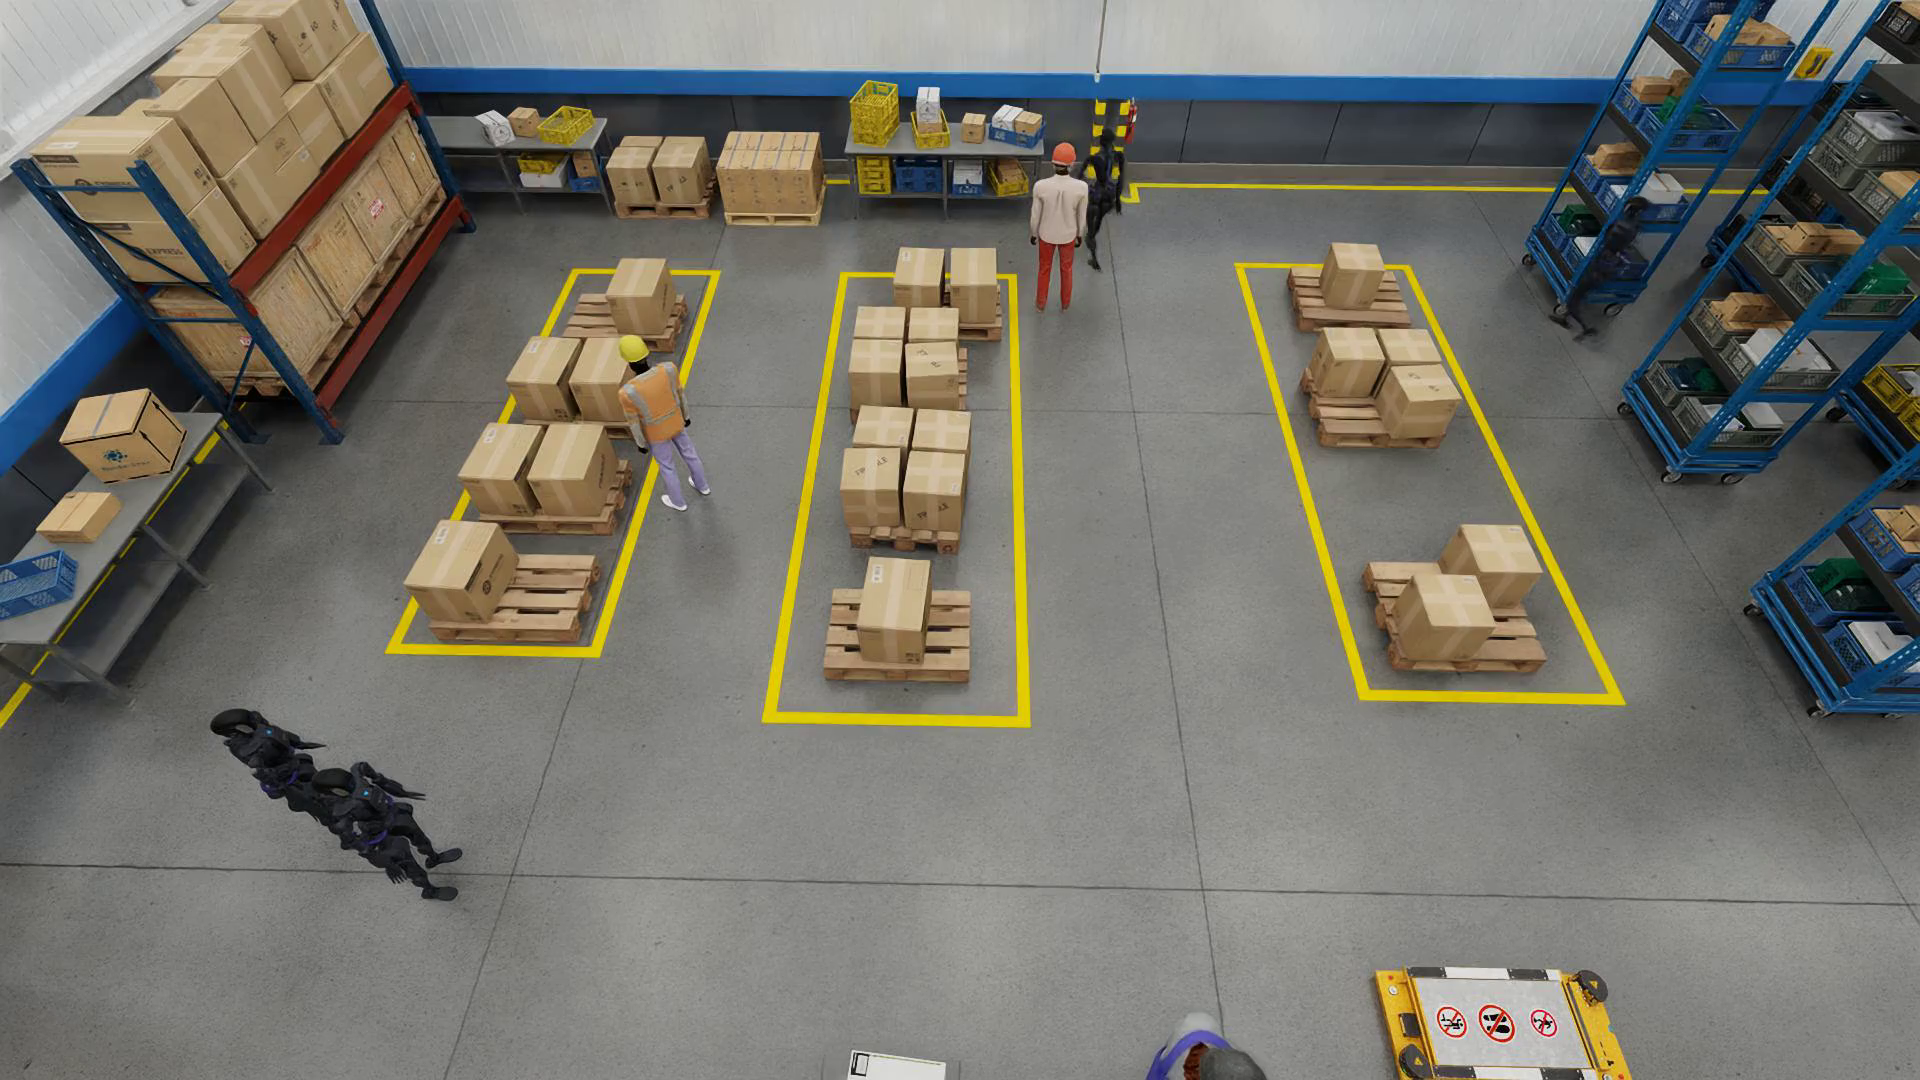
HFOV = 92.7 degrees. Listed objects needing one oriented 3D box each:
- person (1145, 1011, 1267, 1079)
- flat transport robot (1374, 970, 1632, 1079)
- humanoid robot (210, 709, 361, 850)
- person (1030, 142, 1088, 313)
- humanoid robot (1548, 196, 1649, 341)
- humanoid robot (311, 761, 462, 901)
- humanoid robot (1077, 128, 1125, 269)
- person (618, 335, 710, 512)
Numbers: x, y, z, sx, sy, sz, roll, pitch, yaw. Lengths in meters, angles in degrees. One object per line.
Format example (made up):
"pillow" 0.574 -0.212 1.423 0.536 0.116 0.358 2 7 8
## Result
"person" 1.249 3.013 4.887 0.536 2.000 0.680 11 52 9
"flat transport robot" 3.501 3.133 5.914 1.431 0.197 0.652 1 51 1
"humanoid robot" -4.517 1.599 6.264 0.324 1.658 0.601 -25 55 -19
"person" 1.074 -3.407 10.152 0.610 1.991 0.388 2 51 2
"humanoid robot" 7.034 -2.953 9.983 0.595 1.640 0.493 -29 56 -21
"humanoid robot" -3.735 1.895 6.023 0.311 1.657 0.616 -9 51 -7
"humanoid robot" 1.639 -4.089 10.935 0.572 1.648 0.672 -18 53 -14
"person" -2.698 -1.041 8.274 0.403 1.918 0.581 35 59 25
